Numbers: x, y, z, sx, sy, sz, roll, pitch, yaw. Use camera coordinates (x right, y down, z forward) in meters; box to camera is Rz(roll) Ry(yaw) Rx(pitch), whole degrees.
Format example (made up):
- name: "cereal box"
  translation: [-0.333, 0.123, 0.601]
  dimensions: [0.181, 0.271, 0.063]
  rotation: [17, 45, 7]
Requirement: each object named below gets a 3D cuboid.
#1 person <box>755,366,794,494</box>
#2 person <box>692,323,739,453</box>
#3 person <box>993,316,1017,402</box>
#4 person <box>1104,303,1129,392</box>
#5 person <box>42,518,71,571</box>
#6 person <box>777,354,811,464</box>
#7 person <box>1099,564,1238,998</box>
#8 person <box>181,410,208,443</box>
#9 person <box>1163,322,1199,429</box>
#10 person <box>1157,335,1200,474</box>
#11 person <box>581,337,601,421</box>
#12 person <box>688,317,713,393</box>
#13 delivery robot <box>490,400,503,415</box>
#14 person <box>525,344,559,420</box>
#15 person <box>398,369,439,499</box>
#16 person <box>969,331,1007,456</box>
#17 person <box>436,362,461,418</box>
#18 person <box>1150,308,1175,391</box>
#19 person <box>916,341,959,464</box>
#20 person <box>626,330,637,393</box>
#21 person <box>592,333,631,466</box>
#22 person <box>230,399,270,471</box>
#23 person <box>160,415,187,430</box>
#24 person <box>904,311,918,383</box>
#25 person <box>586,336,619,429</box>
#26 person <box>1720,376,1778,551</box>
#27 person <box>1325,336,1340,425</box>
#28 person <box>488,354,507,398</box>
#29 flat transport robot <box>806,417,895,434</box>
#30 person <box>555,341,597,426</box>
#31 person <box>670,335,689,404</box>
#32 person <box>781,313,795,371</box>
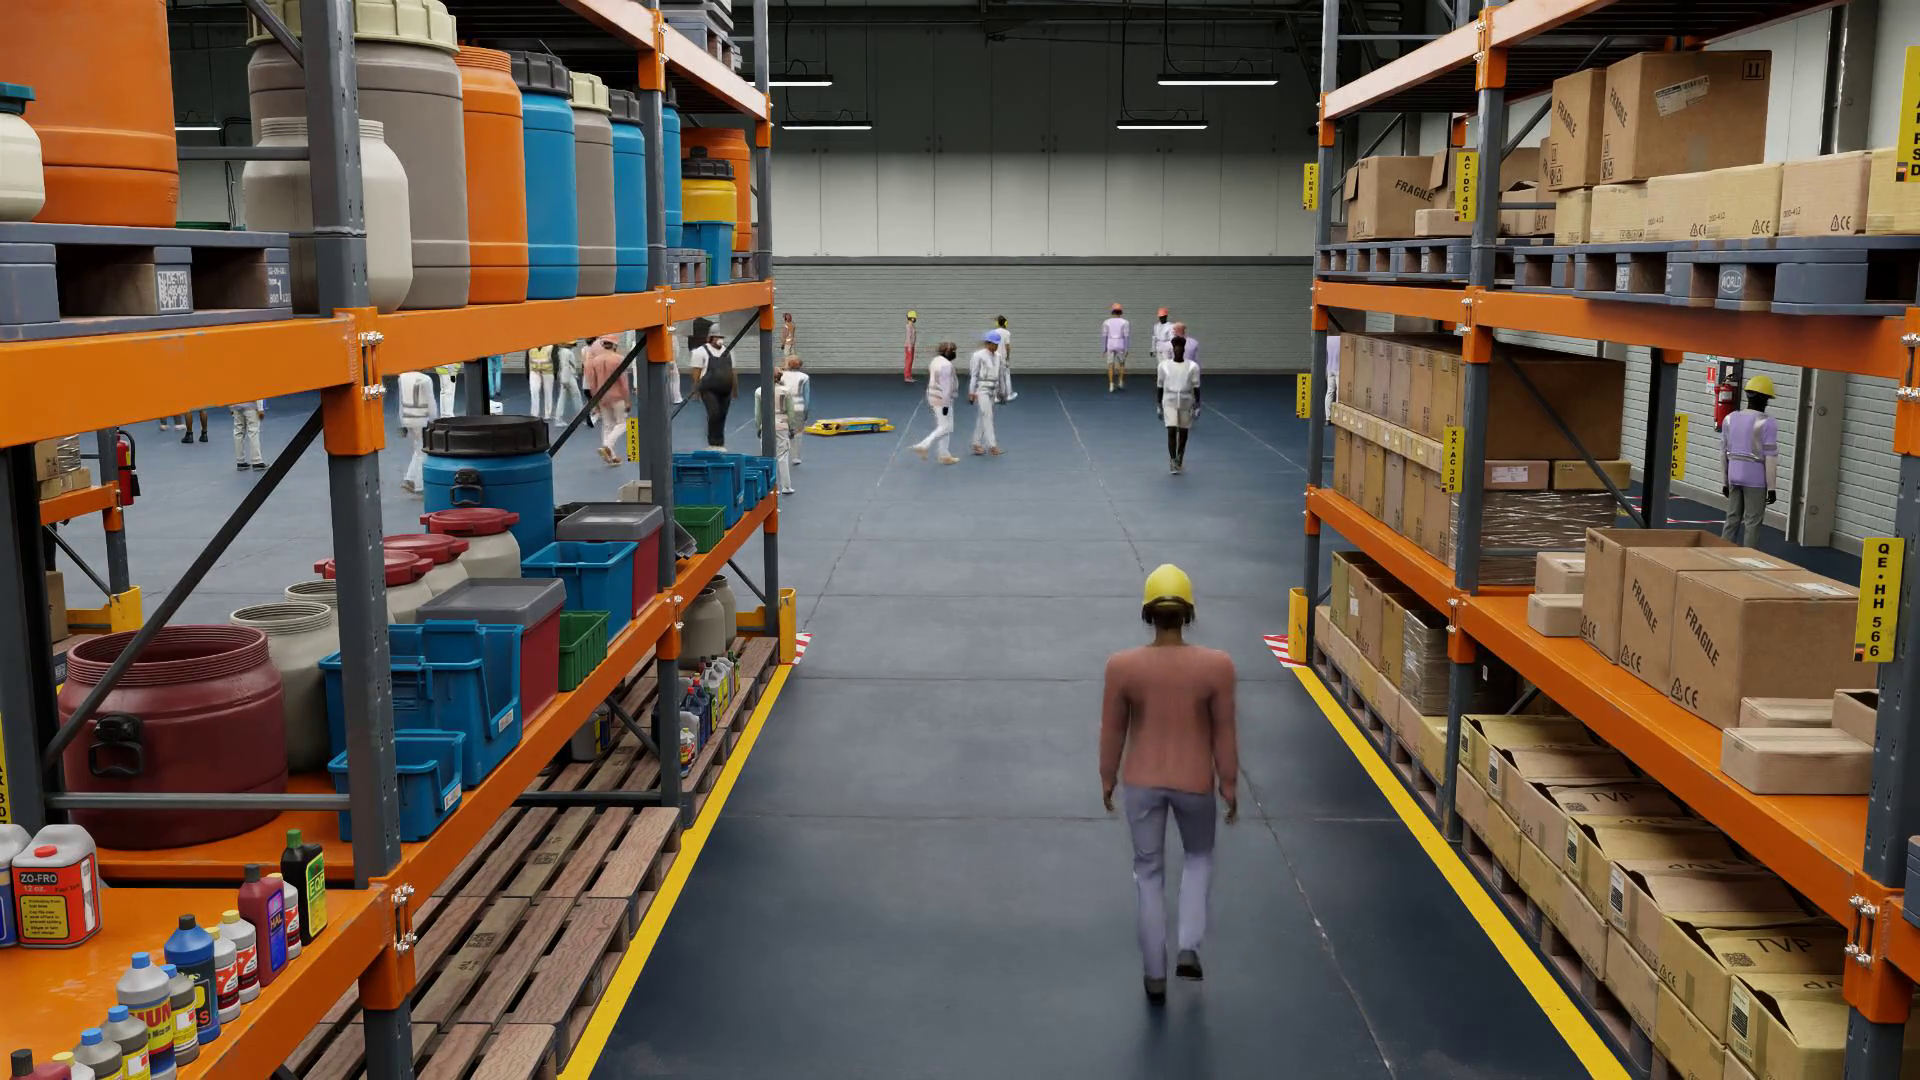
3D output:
- name: "person"
  translation: [-2.361, -1.398, 21.222]
  dimensions: [0.514, 1.639, 0.310]
  rotation: [2, 10, 10]
- name: "person"
  translation: [-3.686, -2.295, 25.522]
  dimensions: [0.713, 2.000, 0.641]
  rotation: [-8, 12, -38]
- name: "person"
  translation: [0.889, -3.852, 35.369]
  dimensions: [0.538, 1.819, 0.961]
  rotation: [5, 11, 28]
- name: "person"
  translation: [3.597, -4.411, 38.145]
  dimensions: [0.618, 2.012, 0.830]
  rotation: [3, 10, 17]
- name: "person"
  translation: [-7.654, -0.277, 13.675]
  dimensions: [0.379, 1.916, 0.597]
  rotation: [8, 12, 38]
- name: "person"
  translation: [-2.451, -1.887, 24.188]
  dimensions: [0.545, 1.622, 0.606]
  rotation: [1, 10, 6]
- name: "person"
  translation: [0.834, 0.967, 6.693]
  dimensions: [0.558, 1.749, 0.388]
  rotation: [1, 10, 8]
- name: "person"
  translation: [-12.669, -2.576, 27.382]
  dimensions: [0.362, 1.938, 0.545]
  rotation: [9, 13, 42]
- name: "person"
  translation: [3.919, -2.929, 29.632]
  dimensions: [0.669, 1.891, 0.442]
  rotation: [-2, 10, -10]
- name: "person"
  translation: [3.093, -1.941, 23.593]
  dimensions: [0.609, 1.940, 0.876]
  rotation: [0, 9, 3]
- name: "person"
  translation: [-6.872, -3.087, 31.184]
  dimensions: [0.574, 1.695, 0.346]
  rotation: [5, 11, 29]
- name: "person"
  translation: [-5.905, -4.369, 37.948]
  dimensions: [0.611, 1.995, 0.375]
  rotation: [-3, 10, -15]
- name: "delivery robot"
  translation: [-8.560, -2.361, 30.074]
  dimensions: [0.477, 0.478, 0.707]
  rotation: [2, 10, 11]
- name: "person"
  translation: [-7.813, -3.132, 31.103]
  dimensions: [0.654, 1.807, 0.711]
  rotation: [-1, 10, -4]
- name: "person"
  translation: [-6.775, -1.456, 20.897]
  dimensions: [0.576, 1.869, 0.410]
  rotation: [7, 12, 38]
- name: "person"
  translation: [0.505, -2.237, 25.448]
  dimensions: [0.913, 1.900, 0.622]
  rotation: [9, 13, 42]
- name: "person"
  translation: [-9.456, -3.083, 30.752]
  dimensions: [0.430, 1.835, 0.619]
  rotation: [-6, 11, -31]
- name: "person"
  translation: [4.637, -4.358, 38.134]
  dimensions: [0.545, 1.919, 0.568]
  rotation: [-8, 13, -42]
- name: "person"
  translation: [-0.319, -2.007, 24.339]
  dimensions: [0.600, 1.817, 0.640]
  rotation: [-2, 10, -14]
- name: "person"
  translation: [-7.280, -4.307, 37.752]
  dimensions: [0.604, 1.938, 0.402]
  rotation: [-5, 11, -29]
- name: "person"
  translation: [-5.075, -2.042, 24.068]
  dimensions: [0.636, 1.973, 0.545]
  rotation: [5, 11, 28]
- name: "person"
  translation: [-10.162, -1.907, 23.718]
  dimensions: [0.602, 1.825, 0.403]
  rotation: [3, 10, 19]
- name: "person"
  translation: [-13.996, -2.862, 29.378]
  dimensions: [0.517, 1.842, 0.327]
  rotation: [-1, 10, -8]
- name: "person"
  translation: [-1.202, -4.782, 41.142]
  dimensions: [0.337, 1.757, 0.518]
  rotation: [1, 10, 7]
- name: "person"
  translation: [-6.279, -2.872, 29.373]
  dimensions: [0.667, 1.876, 0.682]
  rotation: [7, 12, 35]
- name: "person"
  translation: [7.249, -0.543, 15.265]
  dimensions: [0.379, 1.918, 0.585]
  rotation: [-4, 10, -24]
- name: "person"
  translation: [6.863, -3.046, 30.192]
  dimensions: [0.371, 1.941, 0.627]
  rotation: [-7, 12, -36]
- name: "person"
  translation: [-10.292, -4.048, 36.525]
  dimensions: [0.604, 1.819, 0.736]
  rotation: [-3, 10, -19]
- name: "flat transport robot"
  translation: [-1.917, -2.007, 29.087]
  dimensions: [1.431, 0.197, 0.652]
  rotation: [-7, 12, -35]
- name: "person"
  translation: [-6.986, -2.893, 30.038]
  dimensions: [0.772, 1.683, 0.479]
  rotation: [-4, 10, -23]
- name: "person"
  translation: [-6.143, -3.744, 34.629]
  dimensions: [0.887, 1.863, 0.645]
  rotation: [-3, 10, -15]
- name: "person"
  translation: [-4.478, -5.091, 43.336]
  dimensions: [0.308, 1.641, 0.514]
  rotation: [5, 11, 26]
